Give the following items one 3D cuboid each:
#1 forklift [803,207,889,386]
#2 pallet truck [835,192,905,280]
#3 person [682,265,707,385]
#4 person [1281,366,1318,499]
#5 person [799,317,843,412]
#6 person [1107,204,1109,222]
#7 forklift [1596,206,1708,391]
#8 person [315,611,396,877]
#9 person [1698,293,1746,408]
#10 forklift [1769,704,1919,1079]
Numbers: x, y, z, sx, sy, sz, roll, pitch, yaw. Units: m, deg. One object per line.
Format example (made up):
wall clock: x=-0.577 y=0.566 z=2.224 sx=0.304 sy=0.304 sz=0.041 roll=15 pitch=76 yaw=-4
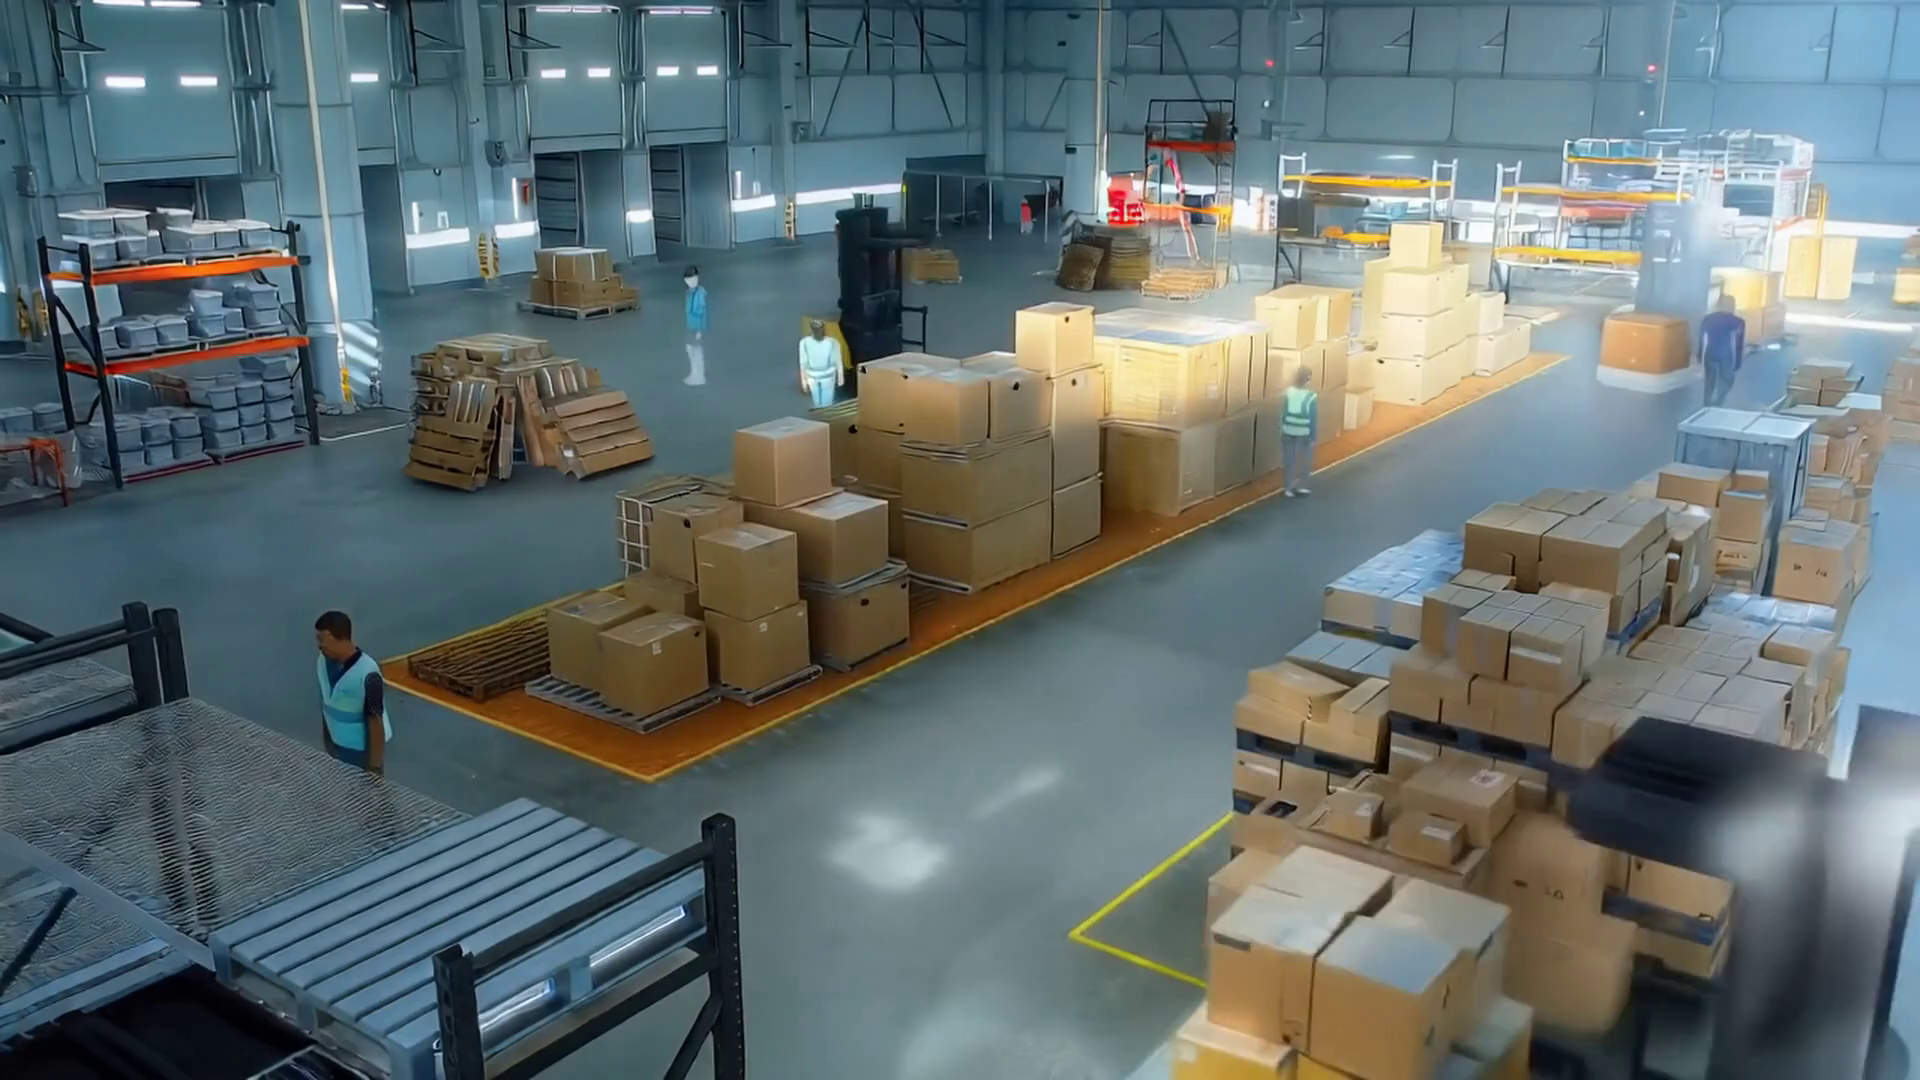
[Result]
forklift: x=-1.552 y=-3.926 z=26.774 sx=1.873 sy=2.768 sz=1.129 roll=12 pitch=21 yaw=35
pallet truck: x=-1.936 y=-7.159 z=38.982 sx=1.885 sy=1.965 sz=0.823 roll=-12 pitch=21 yaw=-34
person: x=-4.287 y=-3.472 z=26.885 sx=0.372 sy=1.936 sz=0.566 roll=-12 pitch=20 yaw=-34
person: x=4.130 y=-1.310 z=20.267 sx=0.512 sy=1.619 sz=0.511 roll=12 pitch=20 yaw=34
person: x=-1.886 y=-2.136 z=22.659 sx=0.561 sy=1.830 sz=0.955 roll=4 pitch=17 yaw=12
person: x=3.396 y=-7.740 z=41.030 sx=0.646 sy=1.927 sz=0.642 roll=-14 pitch=21 yaw=-38
forklift: x=11.355 y=-3.937 z=26.810 sx=1.873 sy=2.768 sz=1.129 roll=-13 pitch=21 yaw=-36
person: x=-3.975 y=1.359 z=10.940 sx=0.593 sy=1.908 sz=0.413 roll=12 pitch=20 yaw=33
person: x=10.960 y=-2.597 z=23.991 sx=0.434 sy=1.928 sz=0.652 roll=-16 pitch=23 yaw=-42
forklift: x=3.555 y=2.120 z=6.753 sx=1.873 sy=2.768 sz=1.129 roll=12 pitch=21 yaw=35
